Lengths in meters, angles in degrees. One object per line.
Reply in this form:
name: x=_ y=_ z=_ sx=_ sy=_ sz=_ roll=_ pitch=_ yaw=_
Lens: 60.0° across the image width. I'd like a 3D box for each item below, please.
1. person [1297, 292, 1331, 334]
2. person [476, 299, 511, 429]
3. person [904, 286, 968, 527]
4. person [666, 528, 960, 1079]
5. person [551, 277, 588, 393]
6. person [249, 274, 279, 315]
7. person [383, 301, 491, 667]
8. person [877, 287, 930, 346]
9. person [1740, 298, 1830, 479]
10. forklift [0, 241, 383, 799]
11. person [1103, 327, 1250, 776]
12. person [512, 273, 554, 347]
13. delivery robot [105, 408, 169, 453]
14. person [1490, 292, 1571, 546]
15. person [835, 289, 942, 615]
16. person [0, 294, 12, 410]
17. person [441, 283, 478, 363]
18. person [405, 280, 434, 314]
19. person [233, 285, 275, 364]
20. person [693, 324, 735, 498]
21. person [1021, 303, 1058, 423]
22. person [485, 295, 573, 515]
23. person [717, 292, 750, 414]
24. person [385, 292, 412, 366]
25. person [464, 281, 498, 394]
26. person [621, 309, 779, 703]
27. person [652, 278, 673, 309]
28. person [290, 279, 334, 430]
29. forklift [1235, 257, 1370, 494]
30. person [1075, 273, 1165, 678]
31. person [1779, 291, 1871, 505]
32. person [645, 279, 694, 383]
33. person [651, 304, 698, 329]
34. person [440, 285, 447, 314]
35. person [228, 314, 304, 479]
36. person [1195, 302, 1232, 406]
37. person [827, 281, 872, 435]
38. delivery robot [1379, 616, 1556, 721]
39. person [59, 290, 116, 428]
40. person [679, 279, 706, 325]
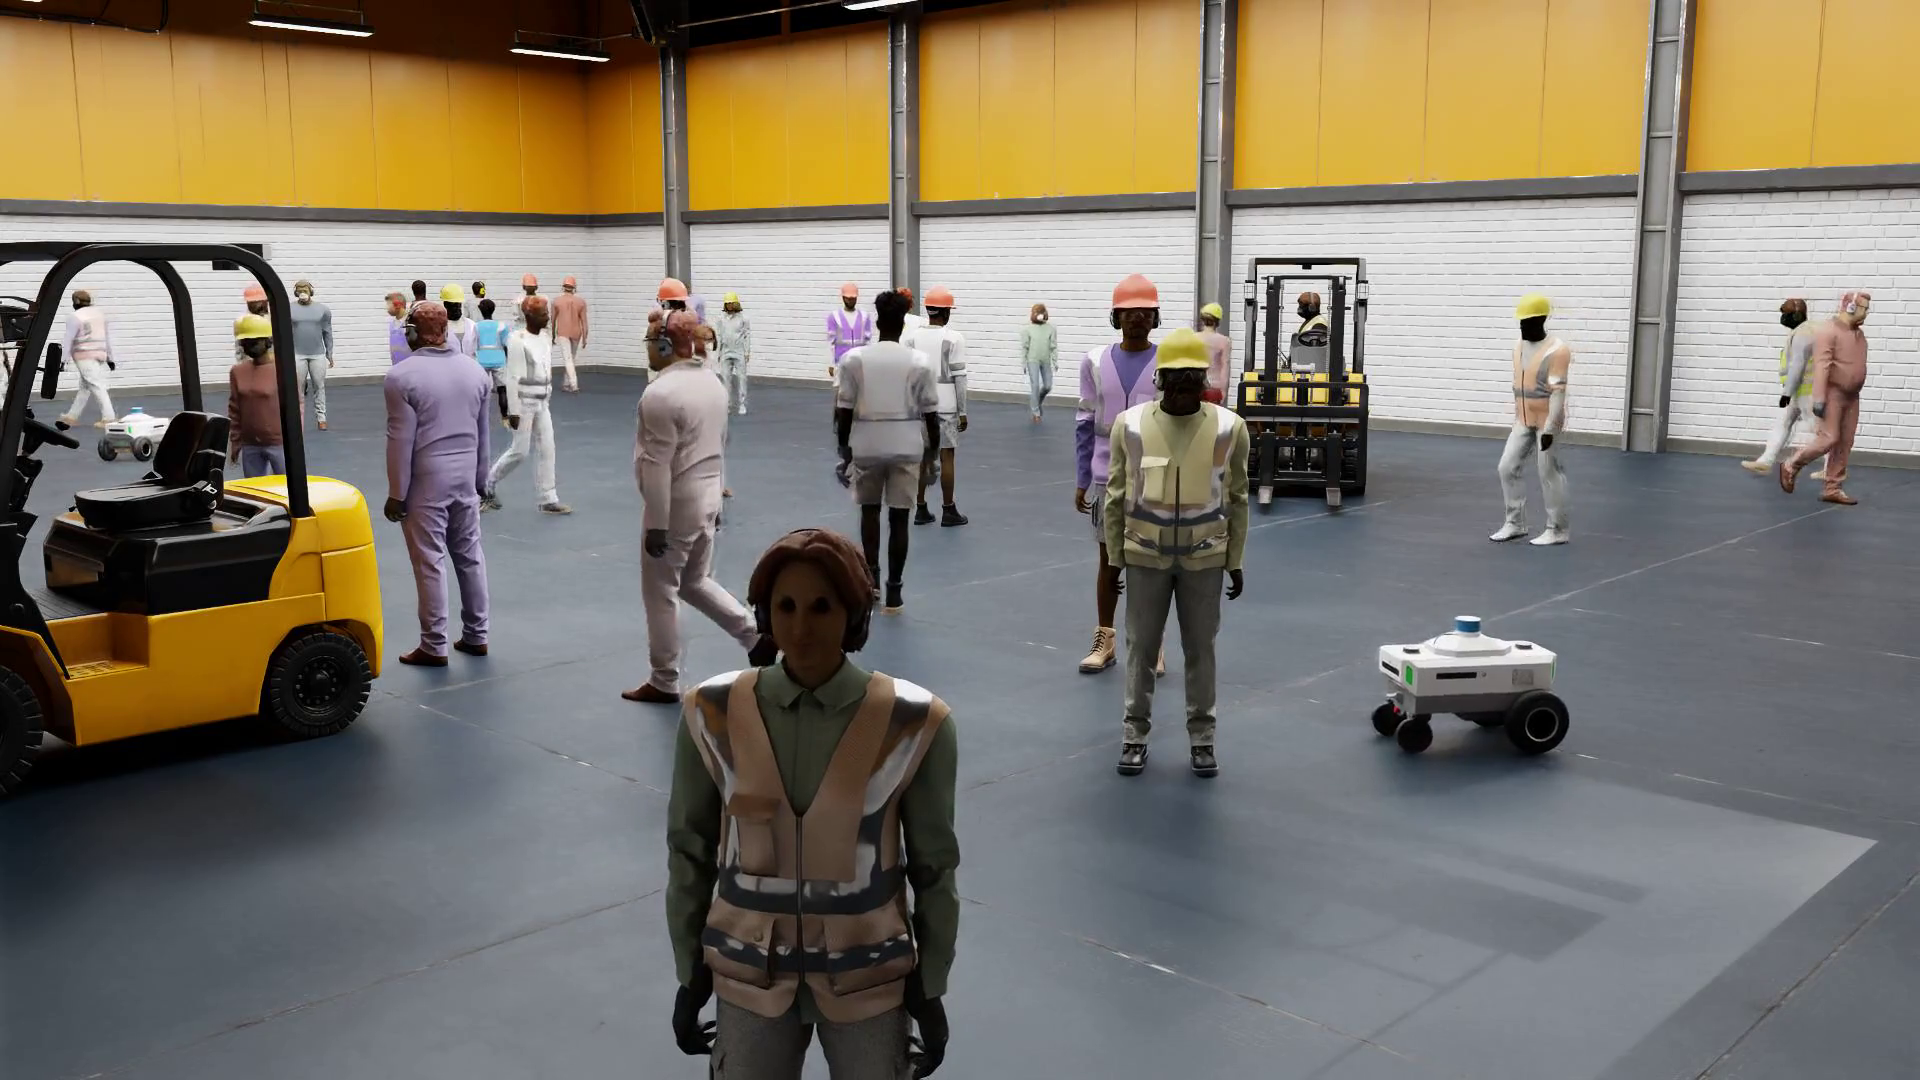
person: x=3.698 y=-1.701 z=17.594 sx=0.430 sy=1.836 sz=0.620 roll=-1 pitch=9 yaw=-3
person: x=-6.062 y=-2.258 z=21.445 sx=0.539 sy=1.693 sz=0.320 roll=-2 pitch=9 yaw=-11
person: x=-0.177 y=-1.076 z=13.428 sx=0.551 sy=1.934 sz=0.373 roll=5 pitch=10 yaw=27
person: x=-0.256 y=0.787 z=2.909 sx=0.514 sy=1.643 sz=0.307 roll=1 pitch=9 yaw=5
person: x=-6.569 y=-3.448 z=27.996 sx=0.600 sy=1.935 sz=1.043 roll=-5 pitch=10 yaw=-28
person: x=-10.940 y=-3.276 z=26.598 sx=0.689 sy=2.000 sz=0.539 roll=2 pitch=10 yaw=14
person: x=-2.759 y=-0.295 z=8.735 sx=0.403 sy=1.906 sz=0.652 roll=6 pitch=11 yaw=32
person: x=-0.579 y=-1.681 z=17.304 sx=0.576 sy=1.884 sz=0.355 roll=-2 pitch=10 yaw=-14
person: x=8.304 y=-1.484 z=16.430 sx=0.944 sy=1.781 sz=0.640 roll=4 pitch=10 yaw=23
forklift: x=-3.706 y=-0.171 z=7.093 sx=1.214 sy=2.155 sz=2.313 roll=9 pitch=13 yaw=43
person: x=0.880 y=0.057 z=6.806 sx=0.605 sy=1.832 sz=0.403 roll=1 pitch=9 yaw=6
person: x=-7.096 y=-3.425 z=27.670 sx=0.656 sy=2.010 sz=0.884 roll=-1 pitch=9 yaw=-7
delivery robot: x=-8.951 y=-1.199 z=18.104 sx=0.477 sy=0.478 sz=0.707 roll=2 pitch=10 yaw=9
person: x=4.258 y=-0.888 z=12.402 sx=0.688 sy=1.893 sz=0.666 roll=-3 pitch=10 yaw=-20
person: x=-0.426 y=-0.538 z=10.079 sx=0.641 sy=1.942 sz=0.580 roll=1 pitch=9 yaw=3
person: x=-10.135 y=-1.693 z=17.462 sx=0.420 sy=1.852 sz=0.573 roll=0 pitch=9 yaw=0
person: x=-5.017 y=-1.581 z=16.549 sx=0.385 sy=1.925 sz=0.592 roll=8 pitch=12 yaw=39
person: x=-7.459 y=-2.645 z=23.115 sx=0.589 sy=1.915 sz=0.399 roll=-5 pitch=11 yaw=-28
person: x=-7.655 y=-1.830 z=18.184 sx=0.569 sy=1.888 sz=0.957 roll=-2 pitch=9 yaw=-9
person: x=-2.453 y=-1.182 z=15.118 sx=0.829 sy=1.585 sz=0.501 roll=5 pitch=10 yaw=27
person: x=1.054 y=-2.397 z=22.475 sx=0.510 sy=1.622 sz=0.492 roll=-3 pitch=10 yaw=-16
person: x=-3.698 y=-1.129 z=14.011 sx=0.797 sy=1.864 sz=0.599 roll=3 pitch=10 yaw=20
person: x=-3.247 y=-2.670 z=23.793 sx=0.493 sy=1.743 sz=0.311 roll=2 pitch=9 yaw=11
person: x=-6.183 y=-1.879 z=18.772 sx=0.750 sy=1.807 sz=0.379 roll=9 pitch=13 yaw=43
person: x=-7.958 y=-3.347 z=27.579 sx=0.512 sy=1.864 sz=0.330 roll=0 pitch=9 yaw=3
person: x=-1.261 y=-0.145 z=7.896 sx=0.662 sy=1.889 sz=0.651 roll=3 pitch=10 yaw=17
person: x=-4.727 y=-3.281 z=26.977 sx=0.372 sy=1.928 sz=0.543 roll=4 pitch=10 yaw=22
person: x=-8.348 y=-2.359 z=21.285 sx=0.635 sy=1.937 sz=0.355 roll=-4 pitch=10 yaw=-23
forklift: x=3.309 y=-1.629 z=16.029 sx=1.214 sy=2.155 sz=2.313 roll=2 pitch=9 yaw=11
person: x=0.871 y=-0.320 z=8.455 sx=0.612 sy=2.047 sz=0.361 roll=3 pitch=10 yaw=20
person: x=7.724 y=-1.264 z=14.749 sx=0.672 sy=1.881 sz=0.590 roll=-5 pitch=11 yaw=-28
person: x=-2.423 y=-1.213 z=14.134 sx=0.396 sy=1.989 sz=0.619 roll=4 pitch=10 yaw=25
person: x=-3.599 y=-2.312 z=21.120 sx=0.636 sy=1.903 sz=0.404 roll=-5 pitch=11 yaw=-28
person: x=-6.687 y=-2.412 z=21.845 sx=0.335 sy=1.865 sz=0.520 roll=3 pitch=10 yaw=19
person: x=-4.719 y=-0.642 z=11.293 sx=0.533 sy=1.767 sz=0.326 roll=2 pitch=9 yaw=11
person: x=2.491 y=-1.557 z=16.996 sx=0.533 sy=1.739 sz=0.675 roll=4 pitch=10 yaw=23
person: x=-1.352 y=-2.226 z=20.519 sx=0.566 sy=1.931 sz=0.549 roll=-3 pitch=10 yaw=-16
delivery robot: x=2.202 y=0.575 z=7.240 sx=0.707 sy=0.478 sz=0.477 roll=-1 pitch=9 yaw=-8
person: x=-11.433 y=-2.344 z=21.666 sx=0.962 sy=1.782 sz=0.745 roll=2 pitch=9 yaw=11
person: x=-4.585 y=-3.409 z=27.882 sx=0.634 sy=1.891 sz=0.645 roll=1 pitch=9 yaw=4
